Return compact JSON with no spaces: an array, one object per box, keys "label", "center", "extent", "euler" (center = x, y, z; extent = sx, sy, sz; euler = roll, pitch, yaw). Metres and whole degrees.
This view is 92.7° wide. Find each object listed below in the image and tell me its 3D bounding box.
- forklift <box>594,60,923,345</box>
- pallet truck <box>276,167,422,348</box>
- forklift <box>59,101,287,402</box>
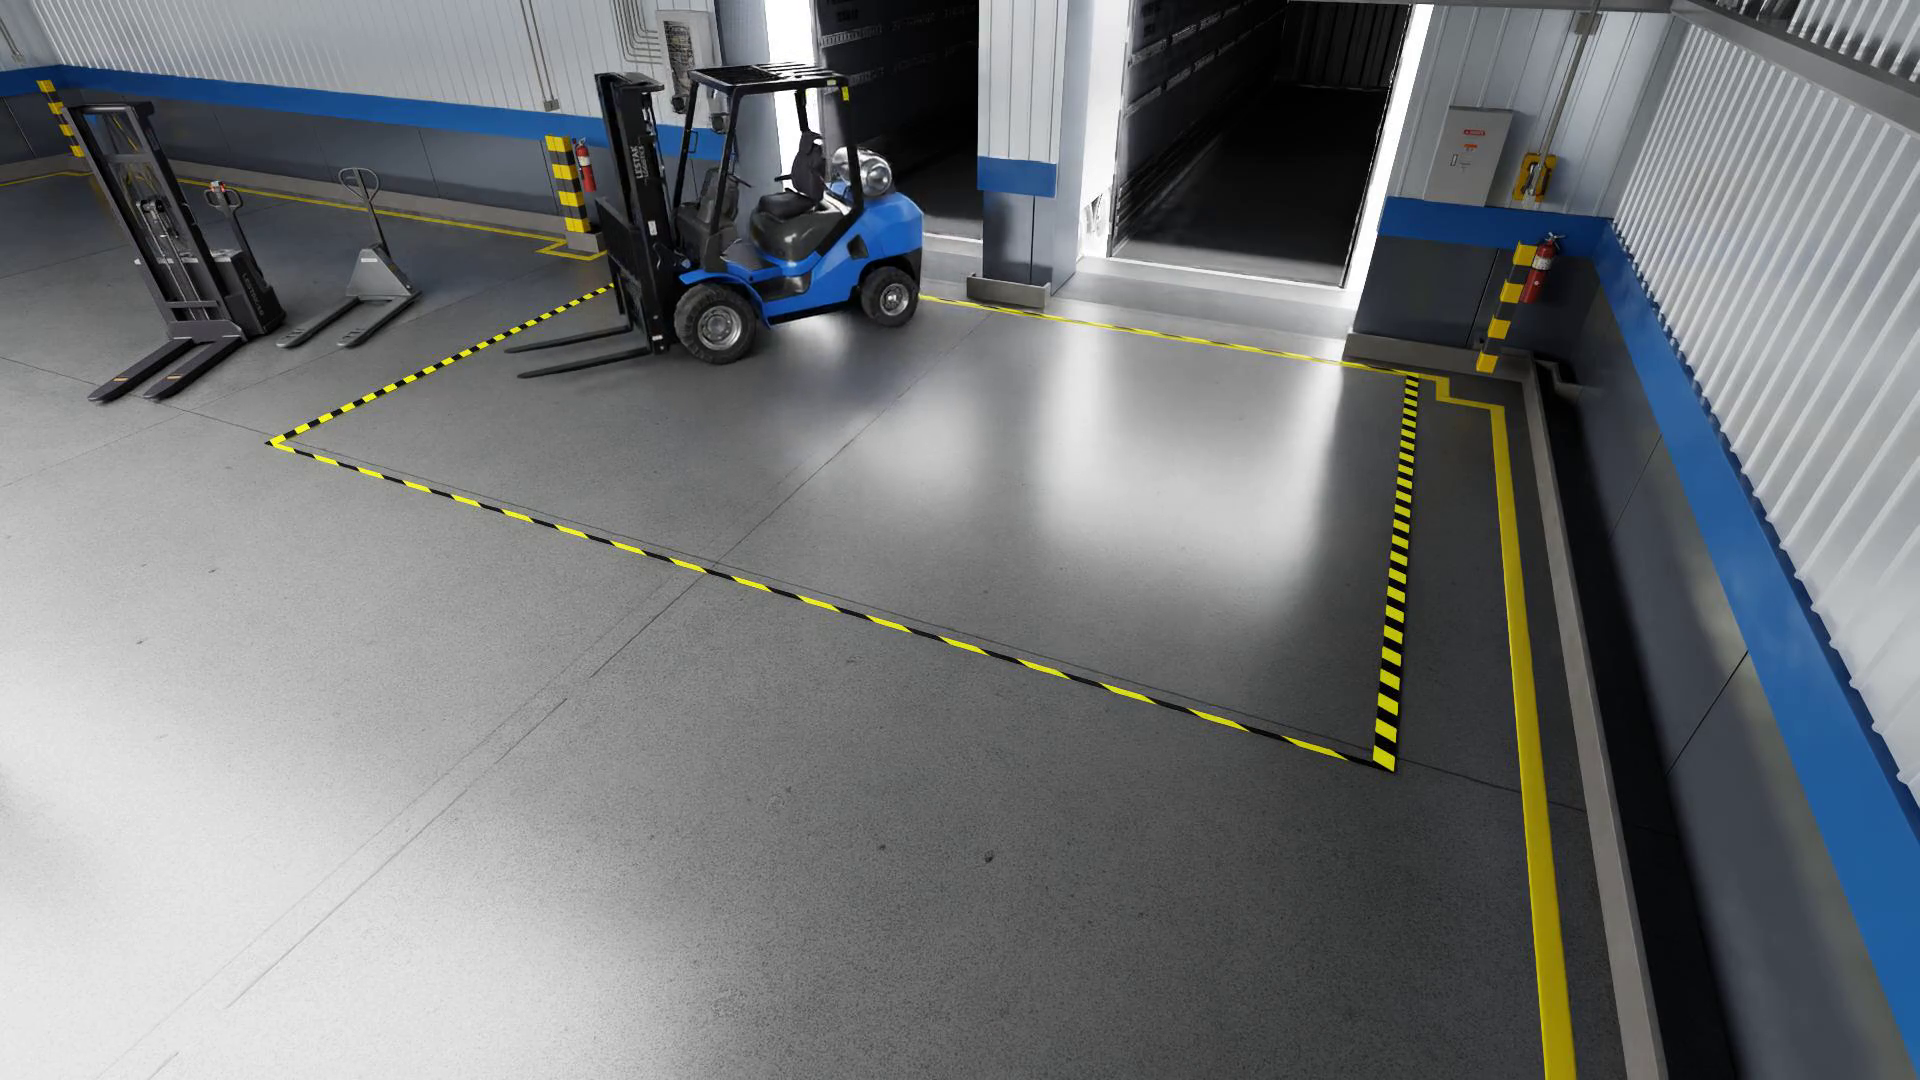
[{"label":"forklift","center":[-1.682,-3.014,8.016],"extent":[2.680,2.036,1.157],"euler":[-20,40,-26]},{"label":"pallet truck","center":[-5.732,-2.611,8.414],"extent":[0.680,1.201,1.601],"euler":[-1,35,-1]},{"label":"forklift","center":[-6.686,-2.387,7.434],"extent":[0.823,1.965,1.885],"euler":[-3,35,-5]}]
